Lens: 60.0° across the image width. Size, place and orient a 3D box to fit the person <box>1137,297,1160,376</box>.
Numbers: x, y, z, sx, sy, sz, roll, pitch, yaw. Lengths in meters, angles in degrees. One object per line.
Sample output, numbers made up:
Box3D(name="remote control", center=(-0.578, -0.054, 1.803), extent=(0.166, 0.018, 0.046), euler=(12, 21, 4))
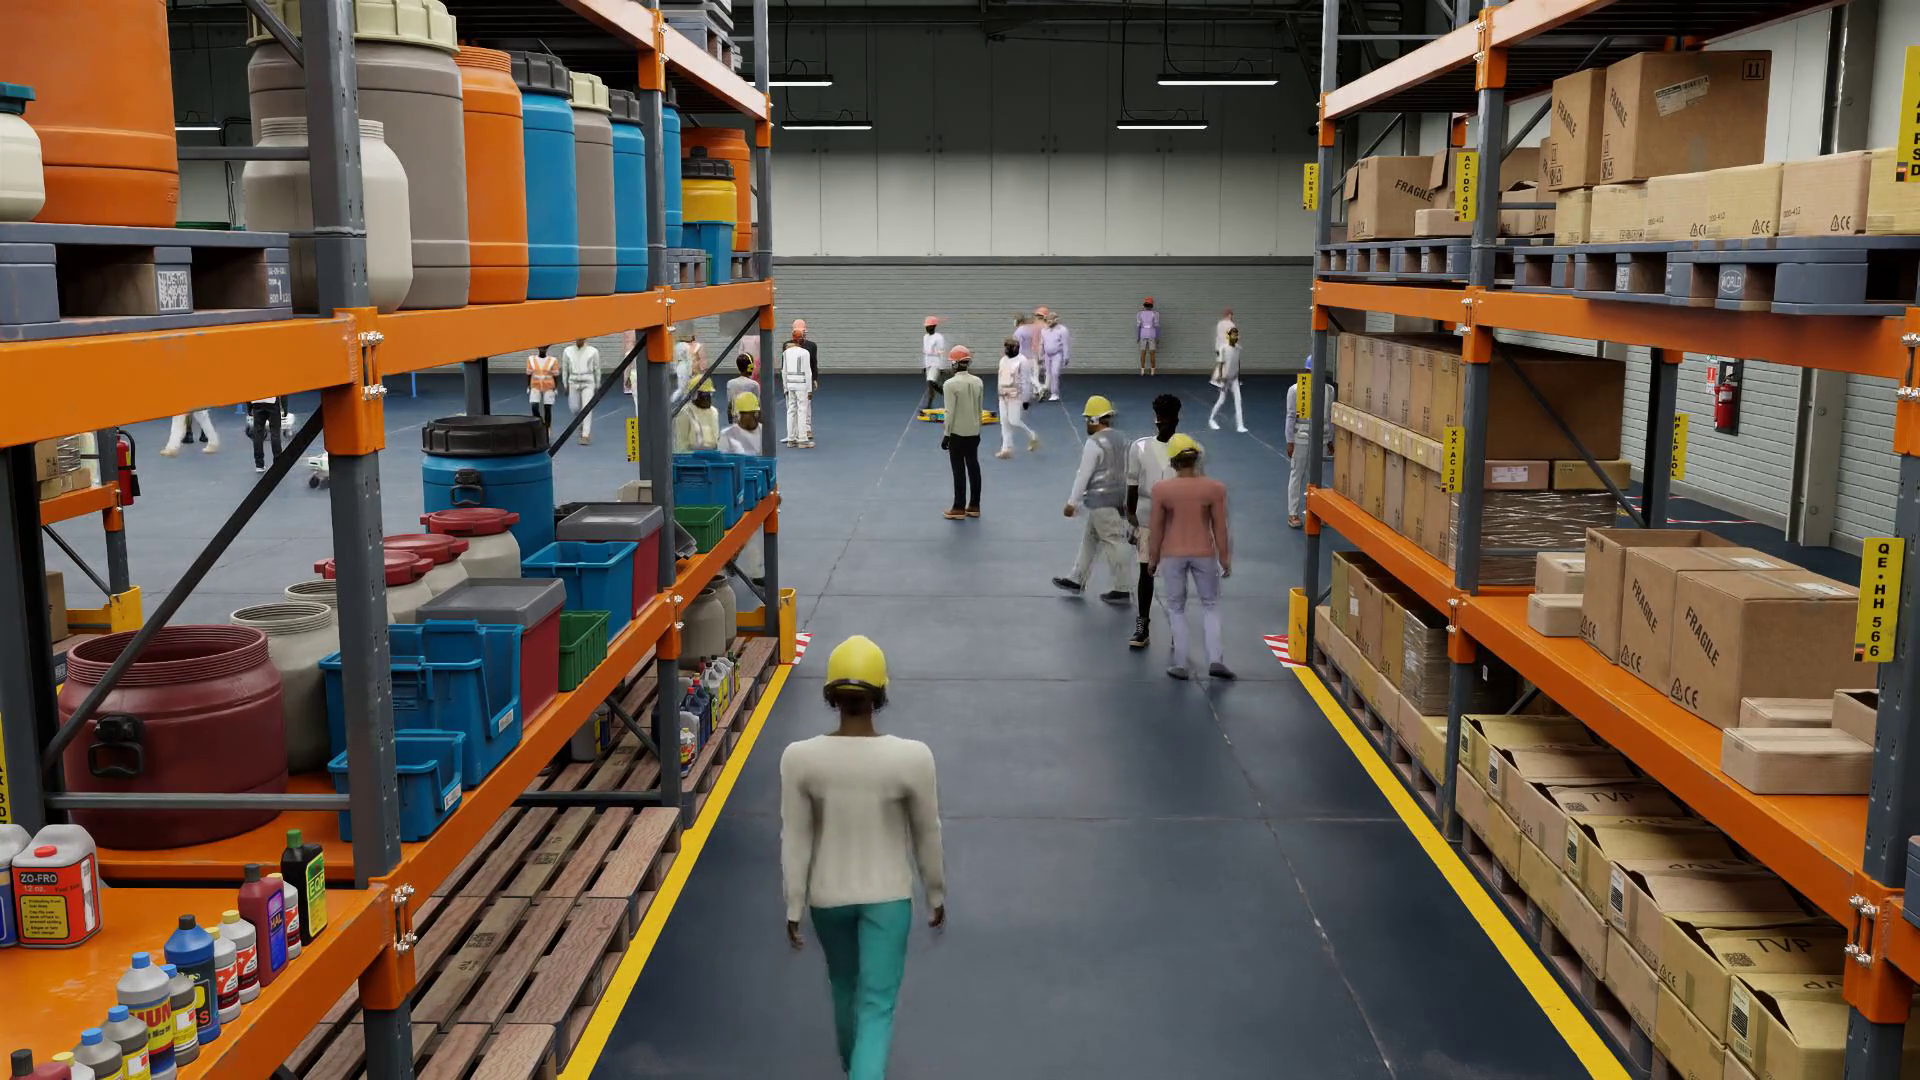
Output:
Box3D(name="person", center=(4.928, -5.329, 43.556), extent=(0.605, 2.045, 0.383), euler=(3, 10, 16))

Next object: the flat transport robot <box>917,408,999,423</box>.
Box3D(name="flat transport robot", center=(-0.046, -2.324, 30.983), extent=(1.431, 0.197, 0.652), euler=(7, 12, 38))

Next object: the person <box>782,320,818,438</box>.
Box3D(name="person", center=(-2.693, -2.706, 27.988), extent=(0.611, 1.996, 0.378), euler=(-2, 10, -11))

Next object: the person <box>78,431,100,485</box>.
Box3D(name="person", center=(-11.525, -1.452, 21.681), extent=(0.849, 1.597, 0.505), euler=(7, 12, 35))

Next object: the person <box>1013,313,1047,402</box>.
Box3D(name="person", center=(1.366, -3.811, 34.911), extent=(0.893, 1.910, 0.634), euler=(4, 10, 23))

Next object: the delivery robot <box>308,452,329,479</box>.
Box3D(name="delivery robot", center=(-8.245, -1.018, 22.033), extent=(0.477, 0.478, 0.707), euler=(7, 12, 38))

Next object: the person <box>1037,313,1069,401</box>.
Box3D(name="person", center=(1.931, -3.879, 35.327), extent=(0.686, 1.882, 0.671), euler=(7, 12, 36))

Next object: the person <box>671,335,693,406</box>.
Box3D(name="person", center=(-5.403, -3.238, 32.057), extent=(0.778, 1.706, 0.524), euler=(-6, 11, -33))

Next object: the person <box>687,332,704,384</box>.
Box3D(name="person", center=(-5.395, -3.447, 33.625), extent=(0.519, 1.597, 0.874), euler=(1, 10, 7))

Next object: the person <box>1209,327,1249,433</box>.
Box3D(name="person", center=(4.725, -2.833, 29.278), extent=(0.546, 1.830, 0.968), euler=(-5, 11, -26))

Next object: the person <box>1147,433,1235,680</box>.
Box3D(name="person", center=(1.647, 0.130, 11.770), extent=(0.635, 1.739, 0.450), euler=(0, 9, 0))

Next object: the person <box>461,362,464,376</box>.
Box3D(name="person", center=(-12.896, -5.227, 43.535), extent=(0.570, 1.843, 0.373), euler=(-4, 10, -20))

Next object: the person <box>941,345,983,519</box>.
Box3D(name="person", center=(0.012, -1.252, 19.279), extent=(0.395, 1.994, 0.612), euler=(9, 13, 43))

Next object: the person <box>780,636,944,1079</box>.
Box3D(name="person", center=(-0.334, 1.183, 5.527), extent=(0.528, 1.735, 0.900), euler=(1, 10, 7))

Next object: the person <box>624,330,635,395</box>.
Box3D(name="person", center=(-7.181, -4.203, 37.401), extent=(0.735, 1.858, 0.658), euler=(-9, 13, -44))

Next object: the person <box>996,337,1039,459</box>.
Box3D(name="person", center=(0.839, -2.160, 25.233), extent=(0.604, 1.826, 0.631), euler=(-7, 12, -35))

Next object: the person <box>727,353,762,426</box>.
Box3D(name="person", center=(-2.566, -1.317, 20.048), extent=(0.509, 1.872, 0.329), euler=(5, 11, 29))

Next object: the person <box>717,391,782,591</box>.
Box3D(name="person", center=(-1.979, -0.482, 15.273), extent=(0.862, 1.796, 0.581), euler=(8, 13, 41))

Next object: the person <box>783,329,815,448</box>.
Box3D(name="person", center=(-2.589, -2.426, 26.644), extent=(0.583, 1.882, 0.337), euler=(8, 12, 40))

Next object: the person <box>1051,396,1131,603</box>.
Box3D(name="person", center=(1.138, -0.358, 14.537), extent=(0.873, 1.787, 0.590), euler=(4, 10, 25))

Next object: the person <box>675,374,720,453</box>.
Box3D(name="person", center=(-2.696, -0.802, 17.115), extent=(0.605, 1.816, 0.609), euler=(6, 11, 31))

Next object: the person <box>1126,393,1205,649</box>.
Box3D(name="person", center=(1.564, -0.144, 12.750), extent=(0.602, 1.960, 0.368), euler=(2, 10, 15))

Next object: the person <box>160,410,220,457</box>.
Box3D(name="person", center=(-11.877, -2.203, 25.603), extent=(0.635, 1.800, 0.976), euler=(5, 11, 25))

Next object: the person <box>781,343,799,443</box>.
Box3D(name="person", center=(-2.747, -2.400, 27.227), extent=(0.309, 1.641, 0.519), euler=(-5, 11, -27))

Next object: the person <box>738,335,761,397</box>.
Box3D(name="person", center=(-4.528, -3.892, 35.942), extent=(0.541, 1.716, 0.925), euler=(6, 11, 31))

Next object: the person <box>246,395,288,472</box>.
Box3D(name="person", center=(-9.819, -1.921, 23.550), extent=(0.590, 1.913, 0.379), euler=(-1, 10, -4))

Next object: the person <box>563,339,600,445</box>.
Box3D(name="person", center=(-6.178, -2.545, 27.213), extent=(0.617, 1.934, 0.633), euler=(0, 9, 0))

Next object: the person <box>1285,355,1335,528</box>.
Box3D(name="person", center=(3.924, -1.113, 18.598), extent=(0.615, 1.943, 0.403), euler=(-4, 10, -20))

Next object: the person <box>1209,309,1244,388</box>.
Box3D(name="person", center=(6.332, -4.564, 39.532), extent=(0.976, 1.865, 0.657), euler=(-3, 10, -20))

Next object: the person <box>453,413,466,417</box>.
Box3D(name="person", center=(-3.372, 0.075, 11.554), extent=(0.607, 1.916, 0.431), euler=(3, 10, 17))

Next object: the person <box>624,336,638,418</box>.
Box3D(name="person", center=(-5.862, -2.917, 30.356), extent=(0.549, 1.609, 0.711), euler=(-3, 10, -18))

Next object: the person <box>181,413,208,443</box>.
Box3D(name="person", center=(-12.687, -2.575, 27.375), extent=(0.377, 1.938, 0.547), euler=(9, 13, 44))

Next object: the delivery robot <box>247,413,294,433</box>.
Box3D(name="delivery robot", center=(-11.573, -2.001, 27.918), extent=(0.707, 0.478, 0.477), euler=(-6, 11, -32))

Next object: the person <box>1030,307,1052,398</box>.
Box3D(name="person", center=(1.825, -4.127, 36.581), extent=(0.616, 1.976, 0.597), euler=(7, 12, 37))

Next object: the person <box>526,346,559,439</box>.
Box3D(name="person", center=(-6.979, -2.523, 27.810), extent=(0.542, 1.676, 0.538), euler=(-1, 10, -8))

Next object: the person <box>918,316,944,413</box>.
Box3D(name="person", center=(-0.475, -3.473, 32.835), extent=(0.813, 1.918, 0.558), euler=(-7, 12, -36))
